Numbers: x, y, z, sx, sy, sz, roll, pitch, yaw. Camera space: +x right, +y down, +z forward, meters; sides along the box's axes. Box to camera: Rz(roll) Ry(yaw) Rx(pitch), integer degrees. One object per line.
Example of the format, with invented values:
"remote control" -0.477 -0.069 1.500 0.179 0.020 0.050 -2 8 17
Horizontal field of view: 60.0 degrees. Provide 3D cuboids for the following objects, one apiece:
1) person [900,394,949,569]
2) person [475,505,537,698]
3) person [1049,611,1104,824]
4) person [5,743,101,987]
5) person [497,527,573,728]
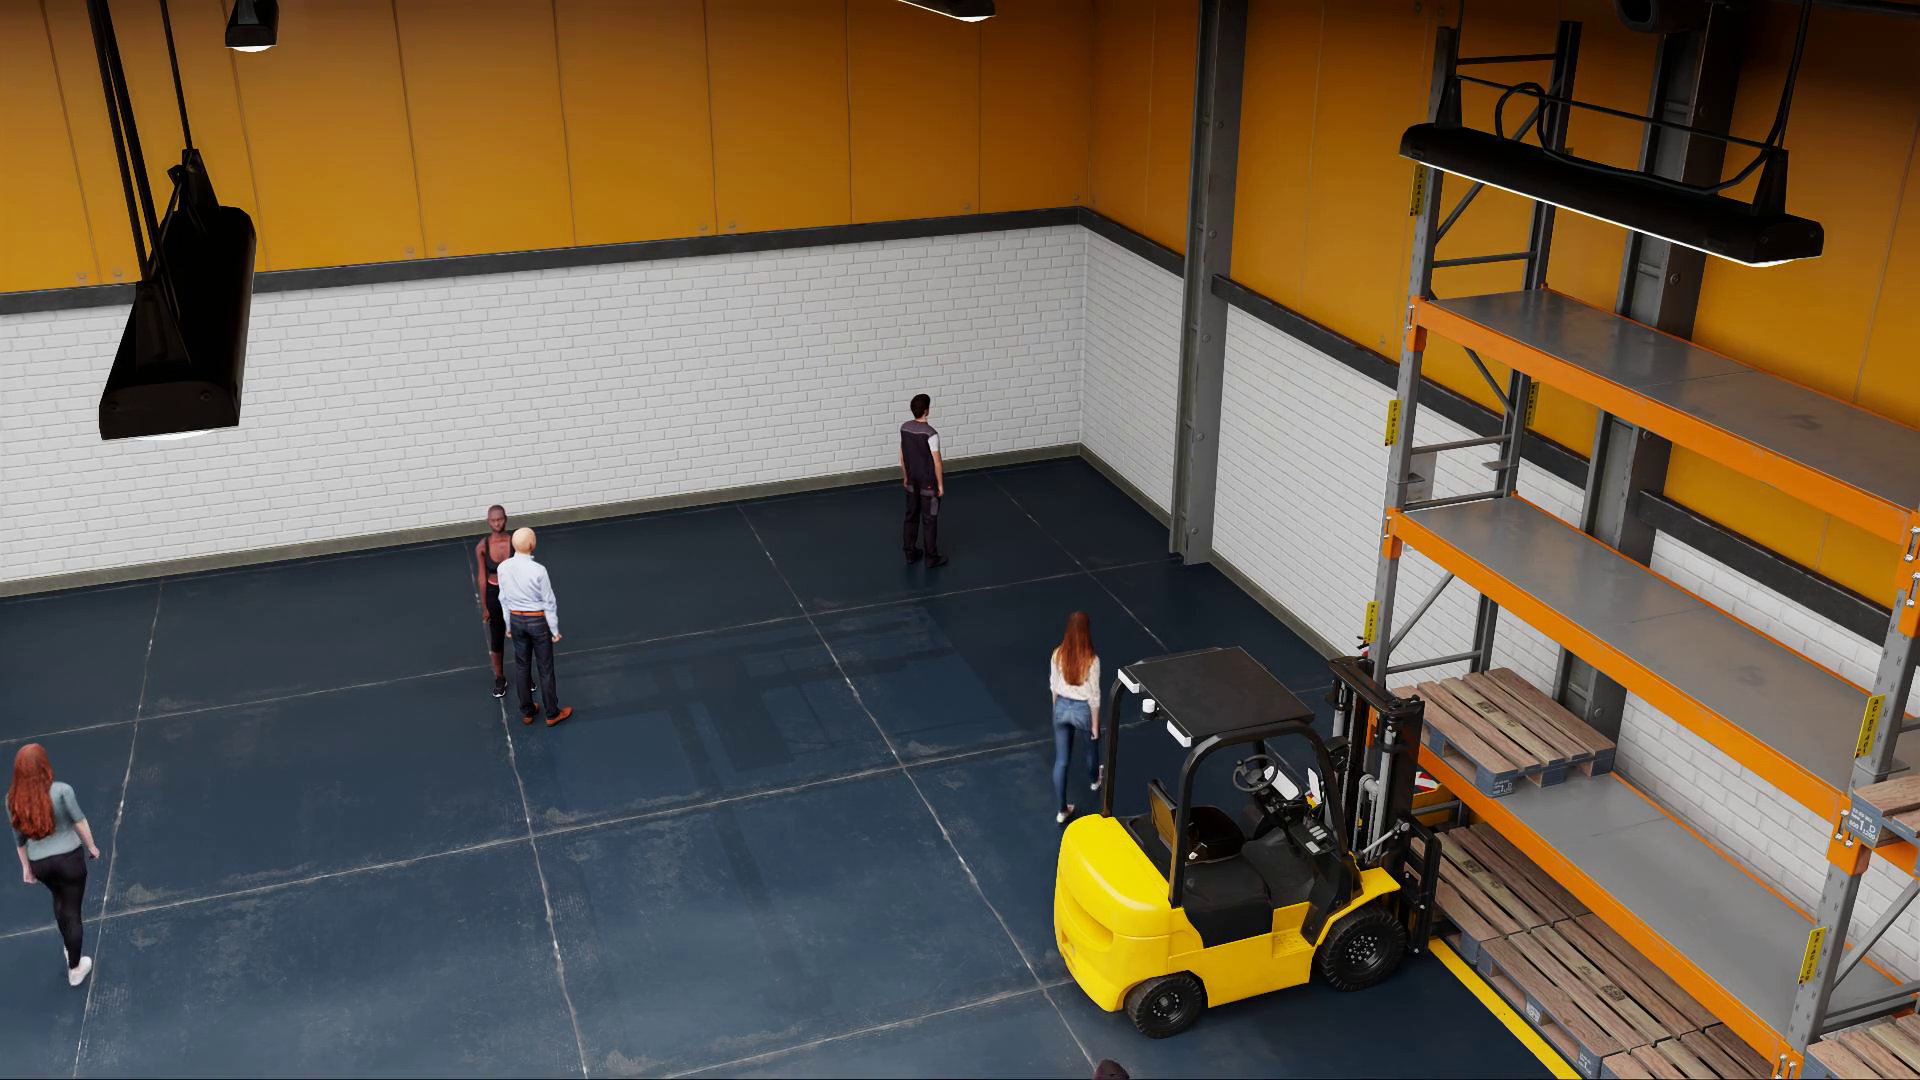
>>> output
"person" -0.390 -0.613 17.080 0.703 1.848 0.802 16 28 32
"person" -3.994 0.507 14.631 0.573 1.757 0.528 -8 25 -18
"person" 0.847 1.383 12.697 1.008 1.702 1.078 10 26 22
"person" -5.925 2.163 10.883 0.634 1.726 0.700 -4 24 -8
"person" -3.628 0.732 14.078 0.731 1.790 0.741 5 24 11
